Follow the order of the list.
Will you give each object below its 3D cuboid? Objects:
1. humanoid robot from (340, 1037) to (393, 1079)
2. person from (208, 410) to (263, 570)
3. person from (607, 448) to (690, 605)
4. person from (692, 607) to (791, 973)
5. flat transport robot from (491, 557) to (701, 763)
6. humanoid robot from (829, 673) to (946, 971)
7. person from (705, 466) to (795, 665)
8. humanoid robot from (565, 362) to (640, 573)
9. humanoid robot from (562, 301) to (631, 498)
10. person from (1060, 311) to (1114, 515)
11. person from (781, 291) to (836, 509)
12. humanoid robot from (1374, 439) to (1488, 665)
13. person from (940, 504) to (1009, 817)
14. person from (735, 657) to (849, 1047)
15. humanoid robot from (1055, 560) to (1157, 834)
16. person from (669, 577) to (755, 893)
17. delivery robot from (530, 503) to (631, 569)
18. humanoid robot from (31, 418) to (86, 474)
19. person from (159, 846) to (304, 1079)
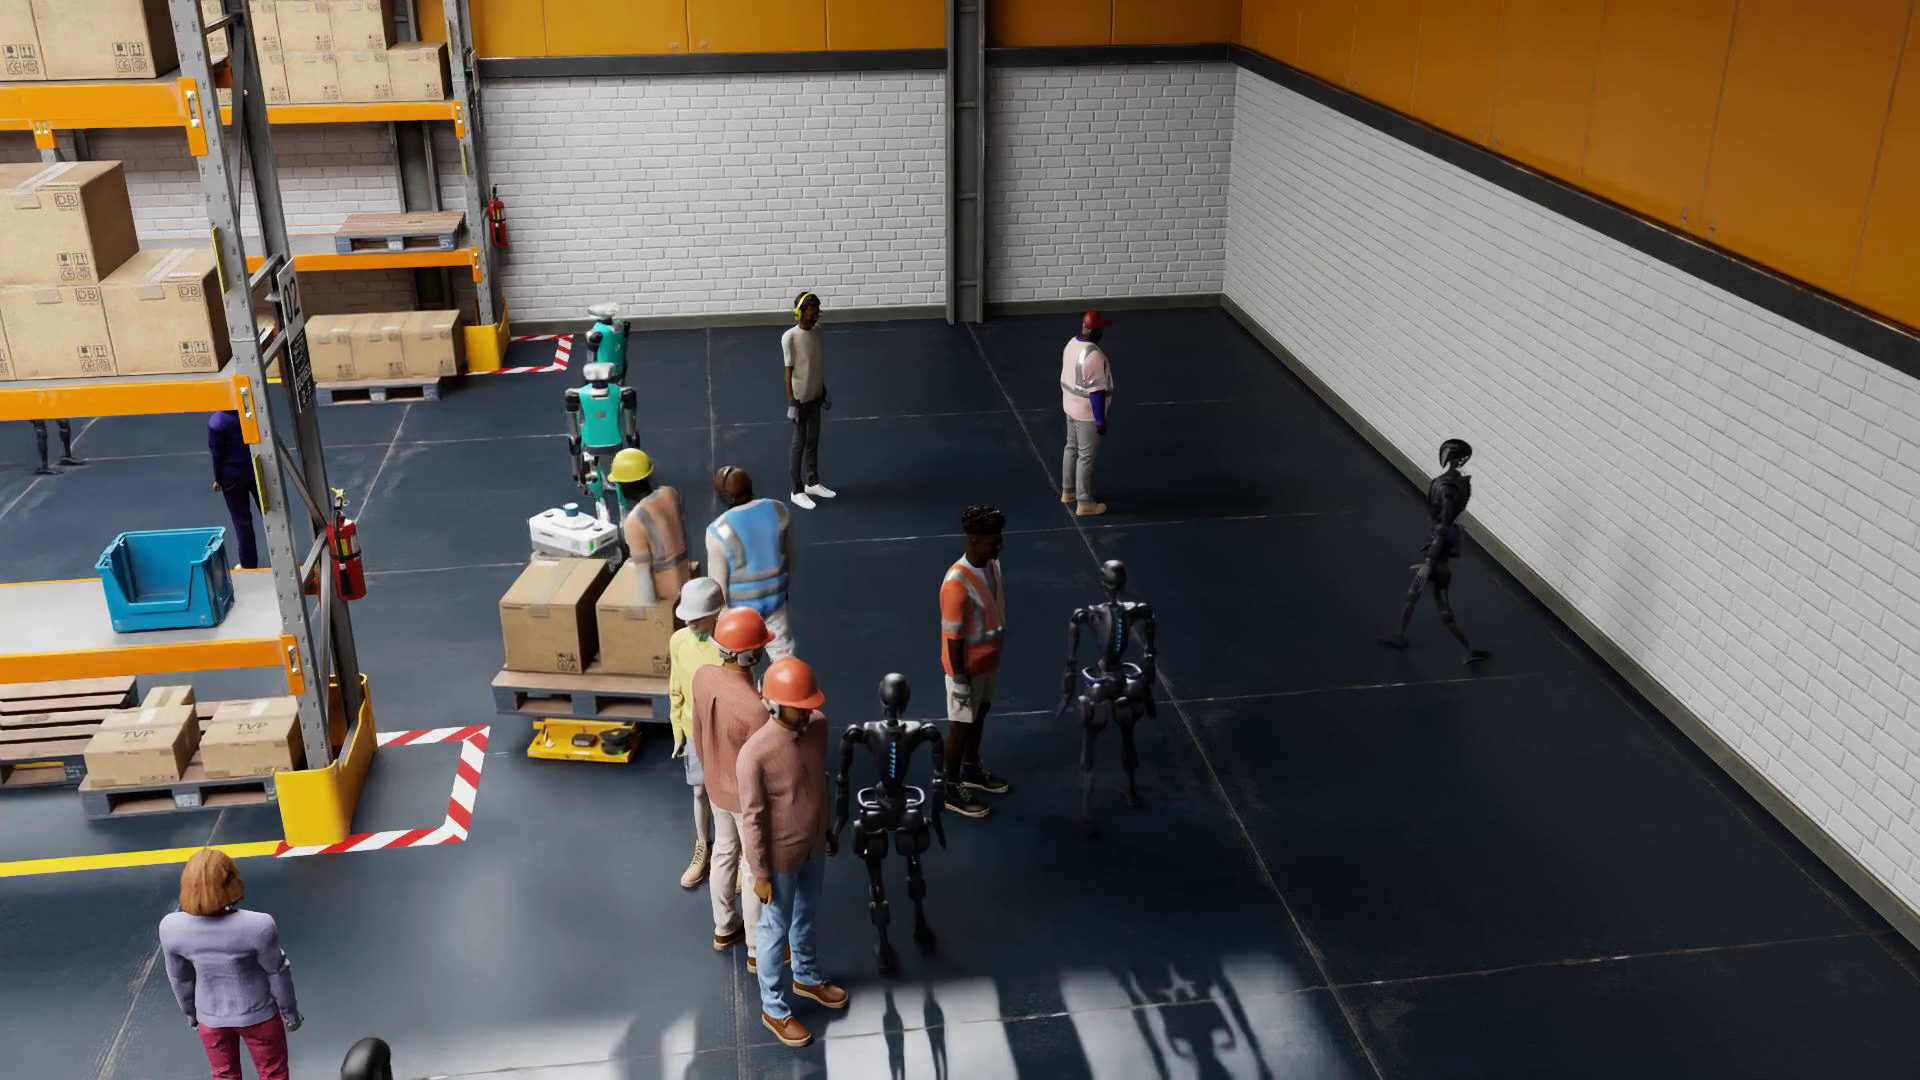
[{"bbox_3d":[-1.977,2.474,6.018,0.609,1.648,0.471,-2,24,-4],"label":"humanoid robot"},{"bbox_3d":[-5.541,-0.505,12.858,0.341,1.623,0.456,20,30,37],"label":"person"},{"bbox_3d":[-1.863,0.305,10.704,0.699,1.886,0.607,10,26,21],"label":"person"},{"bbox_3d":[-1.083,1.249,8.406,0.394,1.992,0.618,-21,31,-39],"label":"person"},{"bbox_3d":[-2.321,1.033,11.043,0.659,0.231,1.431,2,24,5],"label":"flat transport robot"},{"bbox_3d":[-0.375,1.395,8.467,0.598,1.653,0.438,-3,24,-7],"label":"humanoid robot"},{"bbox_3d":[-1.283,0.410,10.569,0.644,1.805,0.684,-16,29,-33],"label":"person"},{"bbox_3d":[-2.724,-0.553,12.879,0.541,1.832,0.691,-4,24,-9],"label":"humanoid robot"},{"bbox_3d":[-3.178,-1.160,14.301,0.729,1.855,0.531,10,26,23],"label":"humanoid robot"},{"bbox_3d":[1.077,-1.083,14.033,0.418,1.746,0.598,-9,25,-19],"label":"person"},{"bbox_3d":[-1.286,-1.200,14.149,0.329,1.865,0.508,14,27,29],"label":"person"},{"bbox_3d":[3.359,0.087,11.533,0.781,1.650,0.599,8,25,18],"label":"humanoid robot"},{"bbox_3d":[0.089,0.691,9.727,0.373,1.957,0.606,10,26,21],"label":"person"},{"bbox_3d":[-0.795,1.458,7.931,0.376,1.994,0.609,14,27,29],"label":"person"},{"bbox_3d":[0.856,0.897,9.654,0.614,1.645,0.580,-6,24,-14],"label":"humanoid robot"},{"bbox_3d":[-1.333,1.045,9.004,0.486,1.887,0.395,5,24,12],"label":"person"},{"bbox_3d":[-3.010,0.007,13.020,0.793,0.590,0.499,14,27,29],"label":"delivery robot"},{"bbox_3d":[-8.205,-1.384,14.792,0.380,1.645,0.609,1,24,2],"label":"humanoid robot"},{"bbox_3d":[-3.068,2.018,7.094,0.499,1.636,0.284,-1,24,-2],"label":"person"}]
